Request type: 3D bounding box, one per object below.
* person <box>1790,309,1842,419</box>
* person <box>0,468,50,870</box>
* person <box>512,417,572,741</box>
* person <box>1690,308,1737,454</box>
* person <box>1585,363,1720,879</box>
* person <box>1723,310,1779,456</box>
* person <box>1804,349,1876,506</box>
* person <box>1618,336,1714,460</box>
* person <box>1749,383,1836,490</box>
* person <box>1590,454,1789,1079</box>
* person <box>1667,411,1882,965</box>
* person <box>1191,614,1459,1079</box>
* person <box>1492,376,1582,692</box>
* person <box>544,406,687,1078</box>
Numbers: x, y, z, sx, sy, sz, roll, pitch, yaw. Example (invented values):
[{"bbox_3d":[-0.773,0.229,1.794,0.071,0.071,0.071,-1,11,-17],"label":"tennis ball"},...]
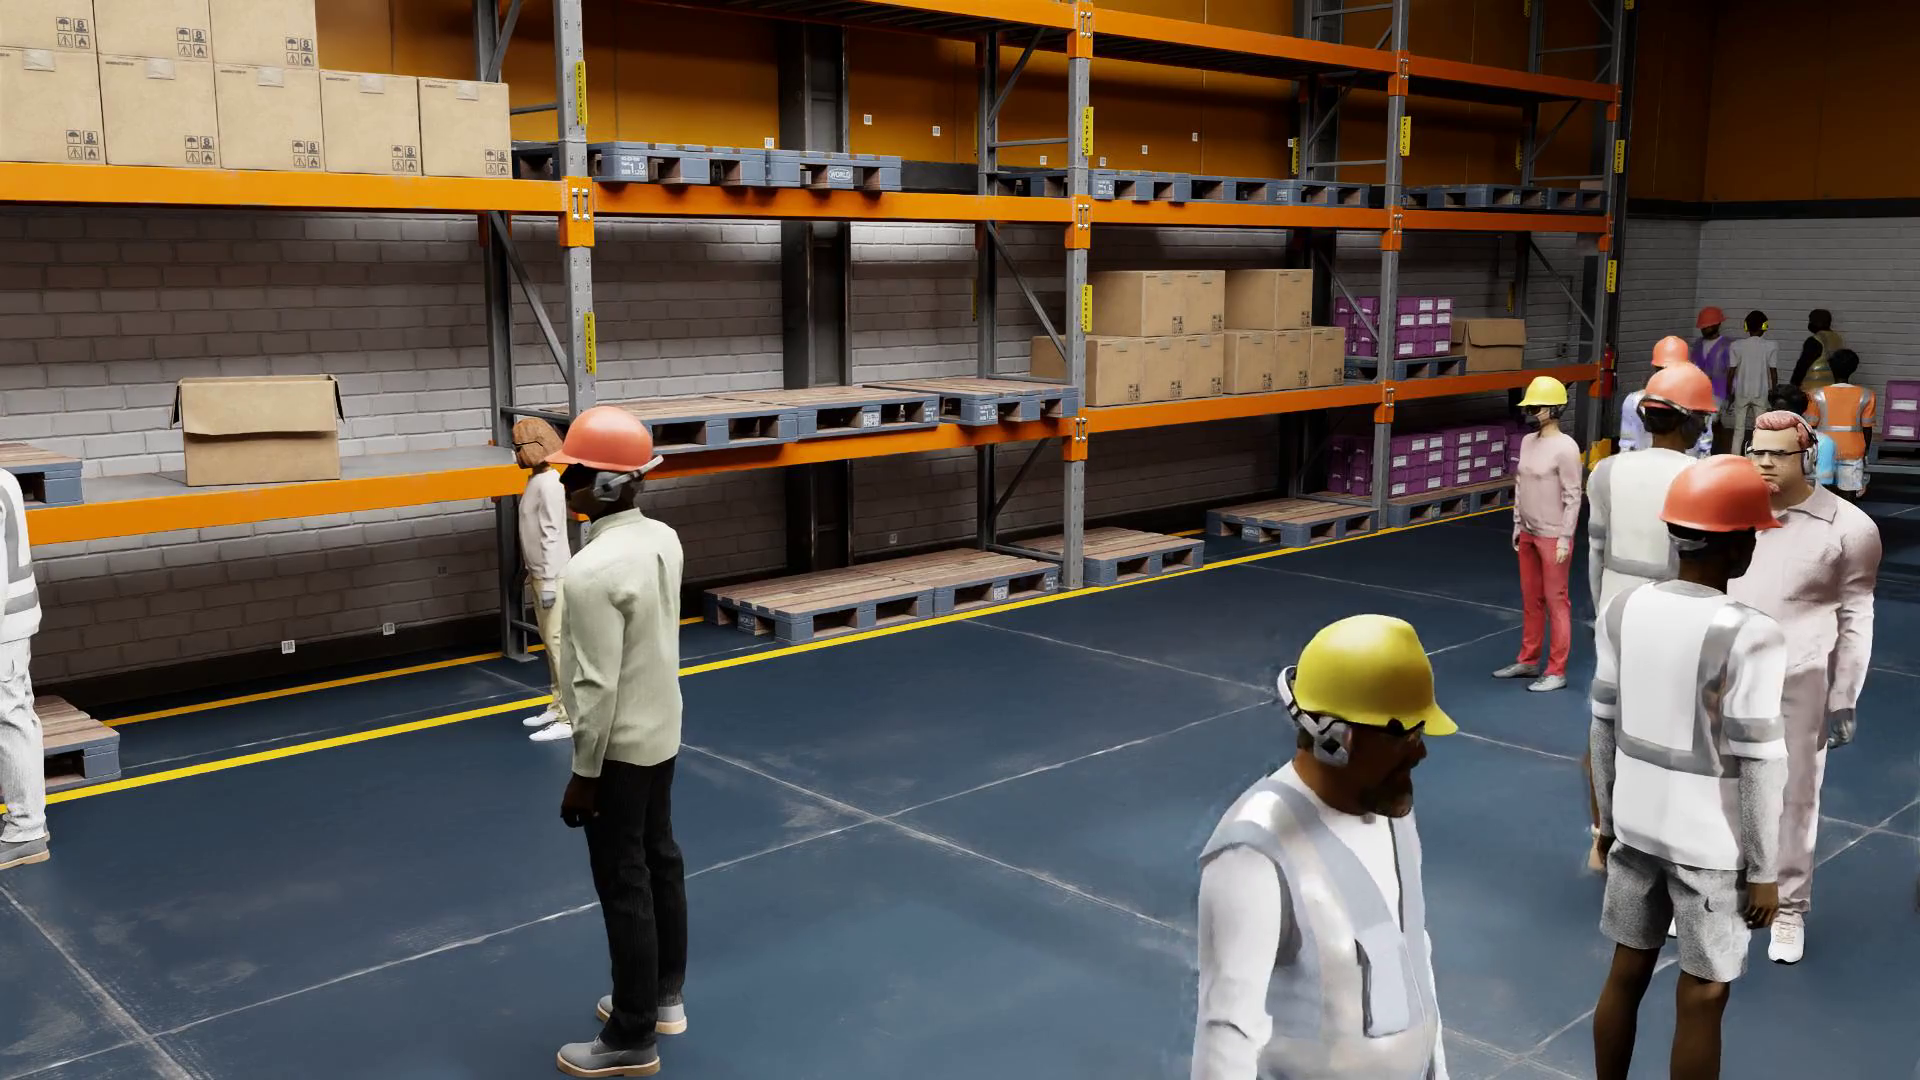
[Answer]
[{"bbox_3d":[9.849,-1.777,19.403,0.637,1.822,0.697,-9,13,-43],"label":"person"},{"bbox_3d":[-3.863,0.369,6.630,0.355,1.887,0.573,-4,11,-24],"label":"person"},{"bbox_3d":[-2.100,0.194,8.419,0.270,1.627,0.503,-4,11,-23],"label":"person"},{"bbox_3d":[8.270,-1.620,18.349,1.031,1.865,0.619,-3,10,-19],"label":"person"},{"bbox_3d":[2.776,0.316,6.543,0.776,2.014,0.631,-7,12,-37],"label":"person"},{"bbox_3d":[8.357,-1.488,17.573,0.521,1.865,0.327,5,11,28],"label":"person"},{"bbox_3d":[7.002,-0.675,13.298,0.535,1.697,0.318,2,10,14],"label":"person"},{"bbox_3d":[4.430,-0.315,10.483,0.552,1.936,0.360,3,10,18],"label":"person"},{"bbox_3d":[5.097,-0.138,10.207,0.644,1.672,0.530,-9,13,-41],"label":"person"},{"bbox_3d":[1.873,0.745,4.274,0.372,1.939,0.544,-4,11,-25],"label":"person"},{"bbox_3d":[2.787,0.502,5.792,0.648,1.907,0.409,8,12,39],"label":"person"},{"bbox_3d":[0.757,1.034,2.944,0.717,1.807,0.624,7,12,37],"label":"person"},{"bbox_3d":[3.259,-0.032,9.332,0.331,1.768,0.526,-2,10,-13],"label":"person"},{"bbox_3d":[-1.012,0.598,4.967,0.375,1.997,0.612,2,10,11],"label":"person"}]
